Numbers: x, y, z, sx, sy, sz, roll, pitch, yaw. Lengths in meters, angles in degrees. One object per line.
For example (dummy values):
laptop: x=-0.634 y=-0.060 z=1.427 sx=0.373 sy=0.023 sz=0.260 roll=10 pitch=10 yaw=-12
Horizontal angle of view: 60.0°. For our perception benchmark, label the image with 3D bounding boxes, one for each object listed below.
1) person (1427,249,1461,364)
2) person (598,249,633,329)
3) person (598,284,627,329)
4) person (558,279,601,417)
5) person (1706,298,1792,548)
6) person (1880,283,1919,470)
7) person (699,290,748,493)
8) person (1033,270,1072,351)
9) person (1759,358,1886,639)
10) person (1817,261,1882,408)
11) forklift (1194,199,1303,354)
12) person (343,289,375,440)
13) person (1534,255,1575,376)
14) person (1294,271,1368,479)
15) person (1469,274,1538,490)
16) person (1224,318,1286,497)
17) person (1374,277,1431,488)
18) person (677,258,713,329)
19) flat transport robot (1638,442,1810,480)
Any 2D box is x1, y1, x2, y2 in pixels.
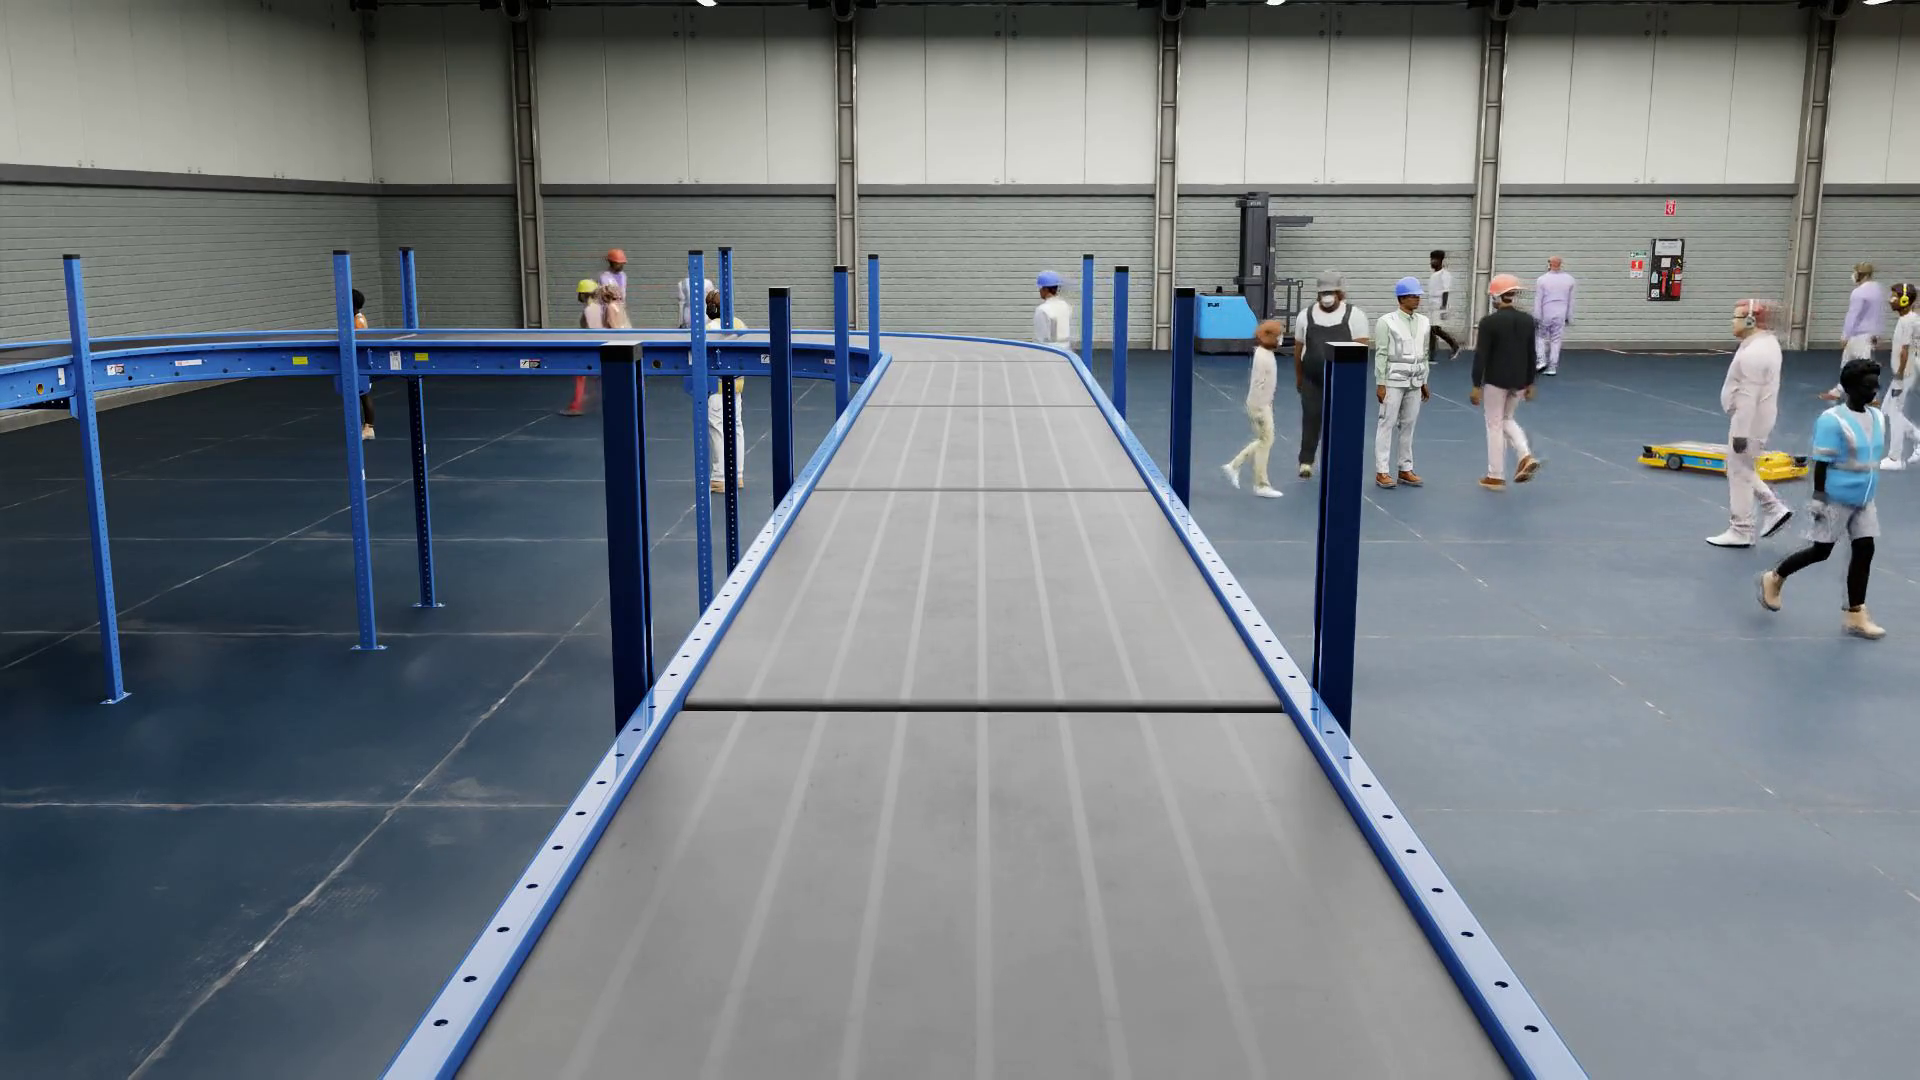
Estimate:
person: x=8.225 y=-3.986 z=28.434 sx=0.591 sy=1.953 sz=0.604 roll=-2 pitch=11 yaw=-8
person: x=-5.238 y=-3.455 z=25.550 sx=0.787 sy=2.007 sz=0.627 roll=6 pitch=13 yaw=29
person: x=-4.524 y=-2.535 z=21.821 sx=0.414 sy=1.614 sz=0.538 roll=1 pitch=11 yaw=4
person: x=-4.606 y=-2.421 z=20.972 sx=0.894 sy=1.726 sz=0.524 roll=1 pitch=11 yaw=6
person: x=6.020 y=-0.881 z=12.626 sx=0.479 sy=1.891 sz=0.677 roll=8 pitch=13 yaw=34
person: x=9.420 y=-1.615 z=16.537 sx=0.473 sy=1.852 sz=0.529 roll=5 pitch=12 yaw=25
person: x=-2.205 y=-1.371 z=15.287 sx=0.429 sy=1.844 sz=0.626 roll=6 pitch=12 yaw=26
person: x=1.015 y=-1.952 z=18.028 sx=0.550 sy=1.933 sz=0.628 roll=8 pitch=13 yaw=35
person: x=5.320 y=-0.282 z=10.135 sx=0.538 sy=1.676 sz=0.724 roll=-5 pitch=12 yaw=-23
person: x=11.756 y=-2.709 z=21.974 sx=0.661 sy=1.907 sz=0.900 roll=-10 pitch=15 yaw=-42
forklift: x=5.313 y=-4.851 z=30.603 sx=1.873 sy=2.768 sz=1.129 roll=0 pitch=11 yaw=1
person: x=-6.802 y=-1.986 z=18.819 sx=0.319 sy=1.697 sz=0.533 roll=-4 pitch=12 yaw=-19
person: x=9.394 y=-3.562 z=26.414 sx=0.656 sy=1.888 sz=0.472 roll=0 pitch=11 yaw=-1
person: x=3.530 y=-1.573 z=15.918 sx=0.696 sy=2.000 sz=1.016 roll=3 pitch=11 yaw=16
person: x=5.024 y=-1.454 z=15.353 sx=0.634 sy=1.979 sz=0.539 roll=-5 pitch=12 yaw=-25
person: x=2.678 y=-1.192 z=14.938 sx=0.458 sy=1.614 sz=0.537 roll=3 pitch=11 yaw=15
person: x=4.129 y=-1.475 z=15.538 sx=0.605 sy=1.951 sz=0.379 roll=-5 pitch=12 yaw=-25
person: x=-4.020 y=-3.360 z=25.323 sx=0.540 sy=1.918 sz=0.519 roll=-3 pitch=12 yaw=-17
flat transport robot: x=7.582 y=-0.806 z=16.537 sx=0.652 sy=0.197 sz=1.431 roll=-8 pitch=14 yaw=-36
